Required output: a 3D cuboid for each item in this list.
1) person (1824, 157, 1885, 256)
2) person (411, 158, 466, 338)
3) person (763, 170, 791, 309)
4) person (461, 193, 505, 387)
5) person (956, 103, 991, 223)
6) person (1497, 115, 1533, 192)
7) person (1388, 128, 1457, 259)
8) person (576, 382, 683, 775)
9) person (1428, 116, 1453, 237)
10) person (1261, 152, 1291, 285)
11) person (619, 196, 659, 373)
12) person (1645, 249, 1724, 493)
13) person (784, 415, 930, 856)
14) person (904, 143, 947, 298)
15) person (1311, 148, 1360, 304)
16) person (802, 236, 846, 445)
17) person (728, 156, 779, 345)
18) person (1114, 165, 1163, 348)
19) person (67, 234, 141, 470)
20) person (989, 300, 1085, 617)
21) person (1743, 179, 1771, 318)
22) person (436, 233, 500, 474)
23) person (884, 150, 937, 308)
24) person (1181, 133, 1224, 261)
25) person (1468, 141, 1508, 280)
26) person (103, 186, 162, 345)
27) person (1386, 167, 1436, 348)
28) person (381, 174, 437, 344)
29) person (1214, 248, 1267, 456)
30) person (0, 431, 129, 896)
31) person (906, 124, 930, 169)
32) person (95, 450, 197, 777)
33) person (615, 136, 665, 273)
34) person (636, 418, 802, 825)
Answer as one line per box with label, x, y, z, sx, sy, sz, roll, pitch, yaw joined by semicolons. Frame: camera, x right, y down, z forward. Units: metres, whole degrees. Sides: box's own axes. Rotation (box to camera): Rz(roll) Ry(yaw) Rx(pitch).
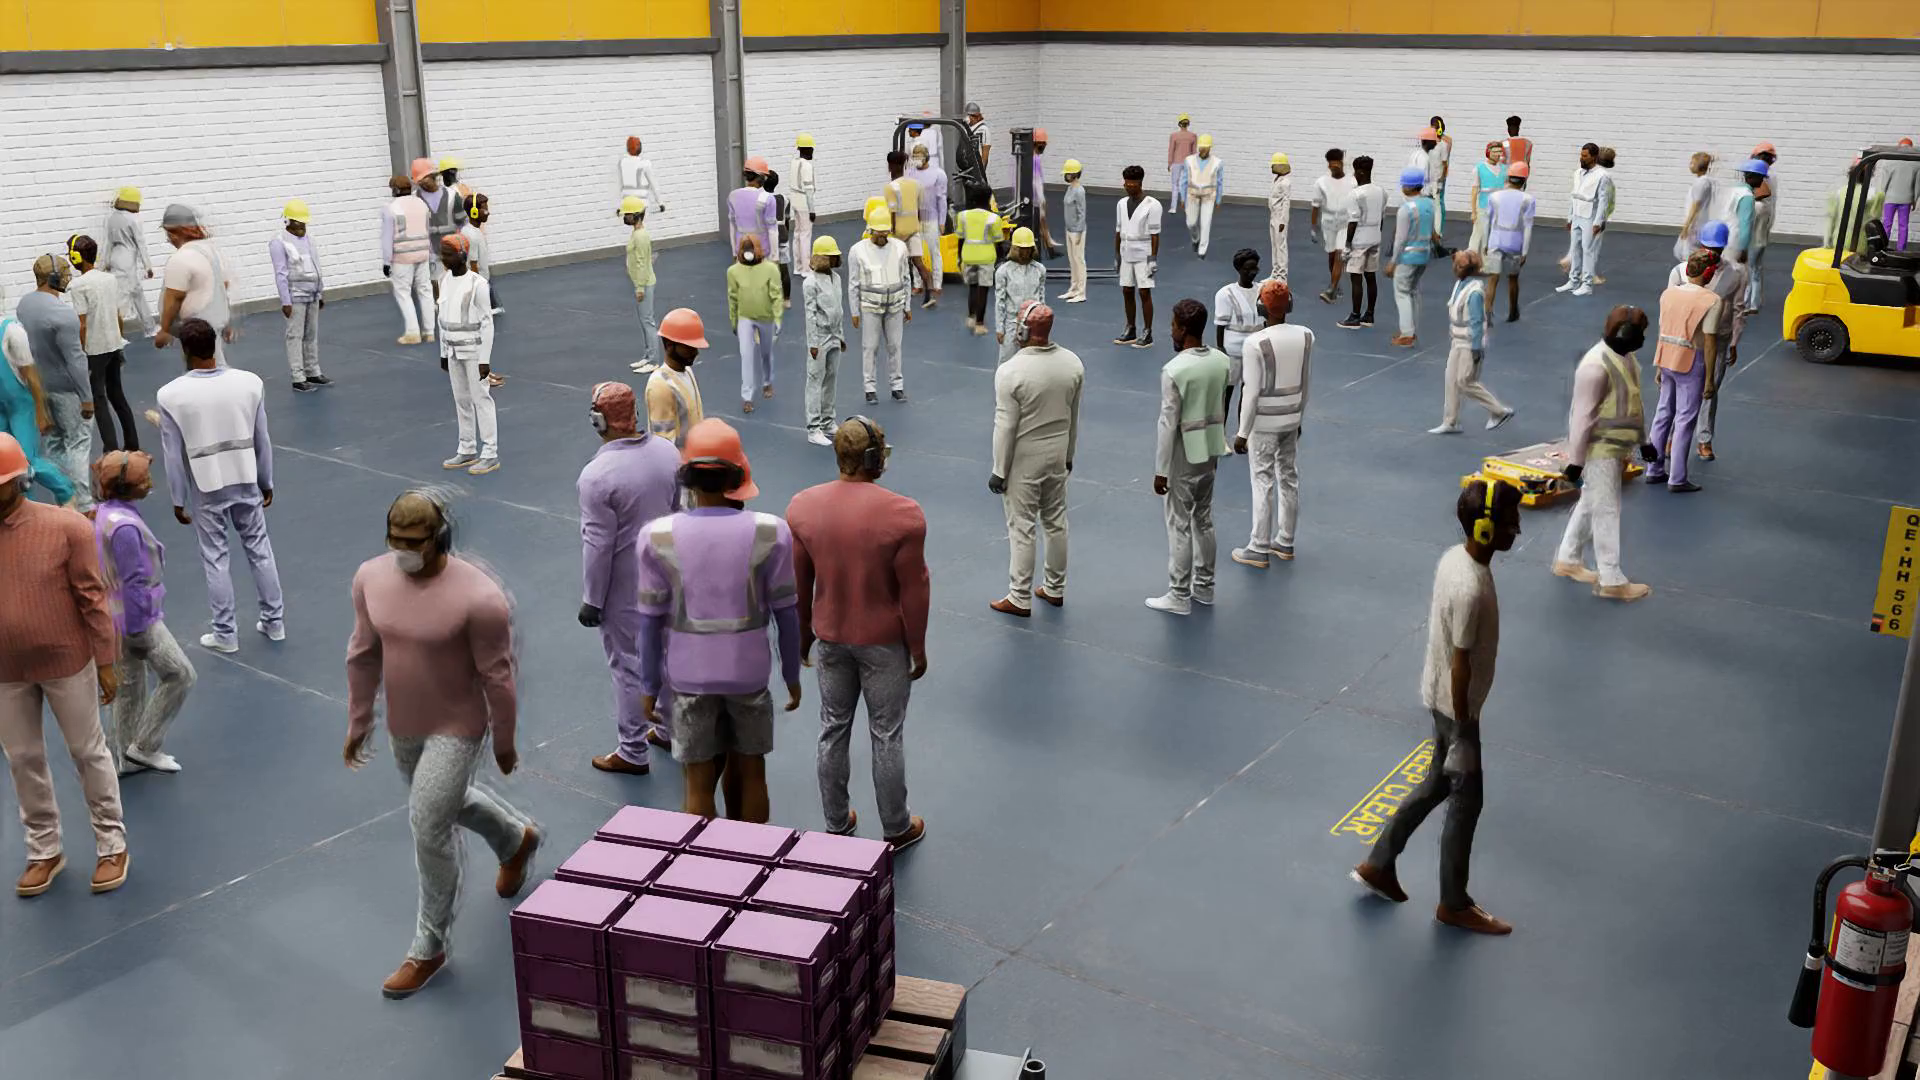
person;9.933;-3.302;18.613;0.778;2.020;0.612;-10;20;-27
person;-5.761;-3.214;18.386;0.638;1.994;0.533;-6;19;-18
person;-2.266;-3.612;20.109;0.537;1.696;0.321;-16;24;-41
person;-4.650;-2.412;16.099;0.324;1.861;0.510;-6;19;-18
person;0.187;-6.353;28.129;0.539;2.000;0.688;-11;21;-30
person;8.592;-5.622;25.972;0.603;1.959;0.374;-4;18;-13
person;6.834;-5.082;24.405;1.004;1.877;0.561;2;18;6
person;-1.581;0.183;7.913;0.406;1.902;0.636;10;20;29
person;7.595;-5.789;26.572;0.590;1.913;0.399;-12;21;-34
person;4.184;-4.223;21.946;0.315;1.742;0.492;-2;18;-6
person;-3.228;-2.568;16.751;0.330;1.760;0.518;-5;18;-14
person;5.464;-1.273;12.576;0.394;1.836;0.560;-6;19;-19
person;-0.427;0.423;7.105;0.629;1.937;0.379;6;19;17
person;-0.463;-4.047;21.104;0.635;1.929;0.376;6;19;19
person;4.707;-3.933;20.787;0.611;1.898;0.988;6;19;19
person;-1.118;-1.684;14.004;0.297;1.745;0.484;9;20;27
person;-2.217;-3.145;18.120;0.613;2.031;0.410;9;20;27
person;1.905;-3.069;18.001;0.384;1.952;0.621;-16;23;-40
person;-6.832;-1.487;13.214;0.324;1.854;0.530;3;18;9
person;0.430;-0.487;9.989;0.642;1.913;0.409;-14;22;-37
person;9.415;-3.463;19.765;0.505;1.627;0.277;-15;23;-39
person;-3.891;-1.461;13.081;0.574;1.883;0.356;12;21;33
person;-0.658;-3.798;20.363;1.043;1.911;0.627;17;24;42
person;3.542;-5.025;24.327;0.607;1.820;0.588;5;18;15
person;7.132;-4.461;22.525;0.566;1.847;0.389;-9;20;-26
person;-9.093;-3.009;18.225;0.506;1.693;0.883;11;21;31
person;4.872;-3.062;18.003;0.403;1.944;0.618;17;24;42
person;-6.016;-3.060;18.171;0.431;1.836;0.671;12;21;34
person;2.314;-1.543;13.638;0.542;1.695;0.316;-9;20;-26
person;-3.766;0.507;6.767;0.624;1.984;0.413;-3;18;-11
person;-0.661;-5.560;25.797;0.388;1.949;0.602;5;18;15
person;-3.856;0.361;7.788;0.407;1.619;0.613;-12;21;-33
person;-4.461;-4.714;23.314;0.585;1.836;0.939;9;20;25
person;-0.953;0.515;6.680;0.656;2.029;0.456;-2;18;-8
